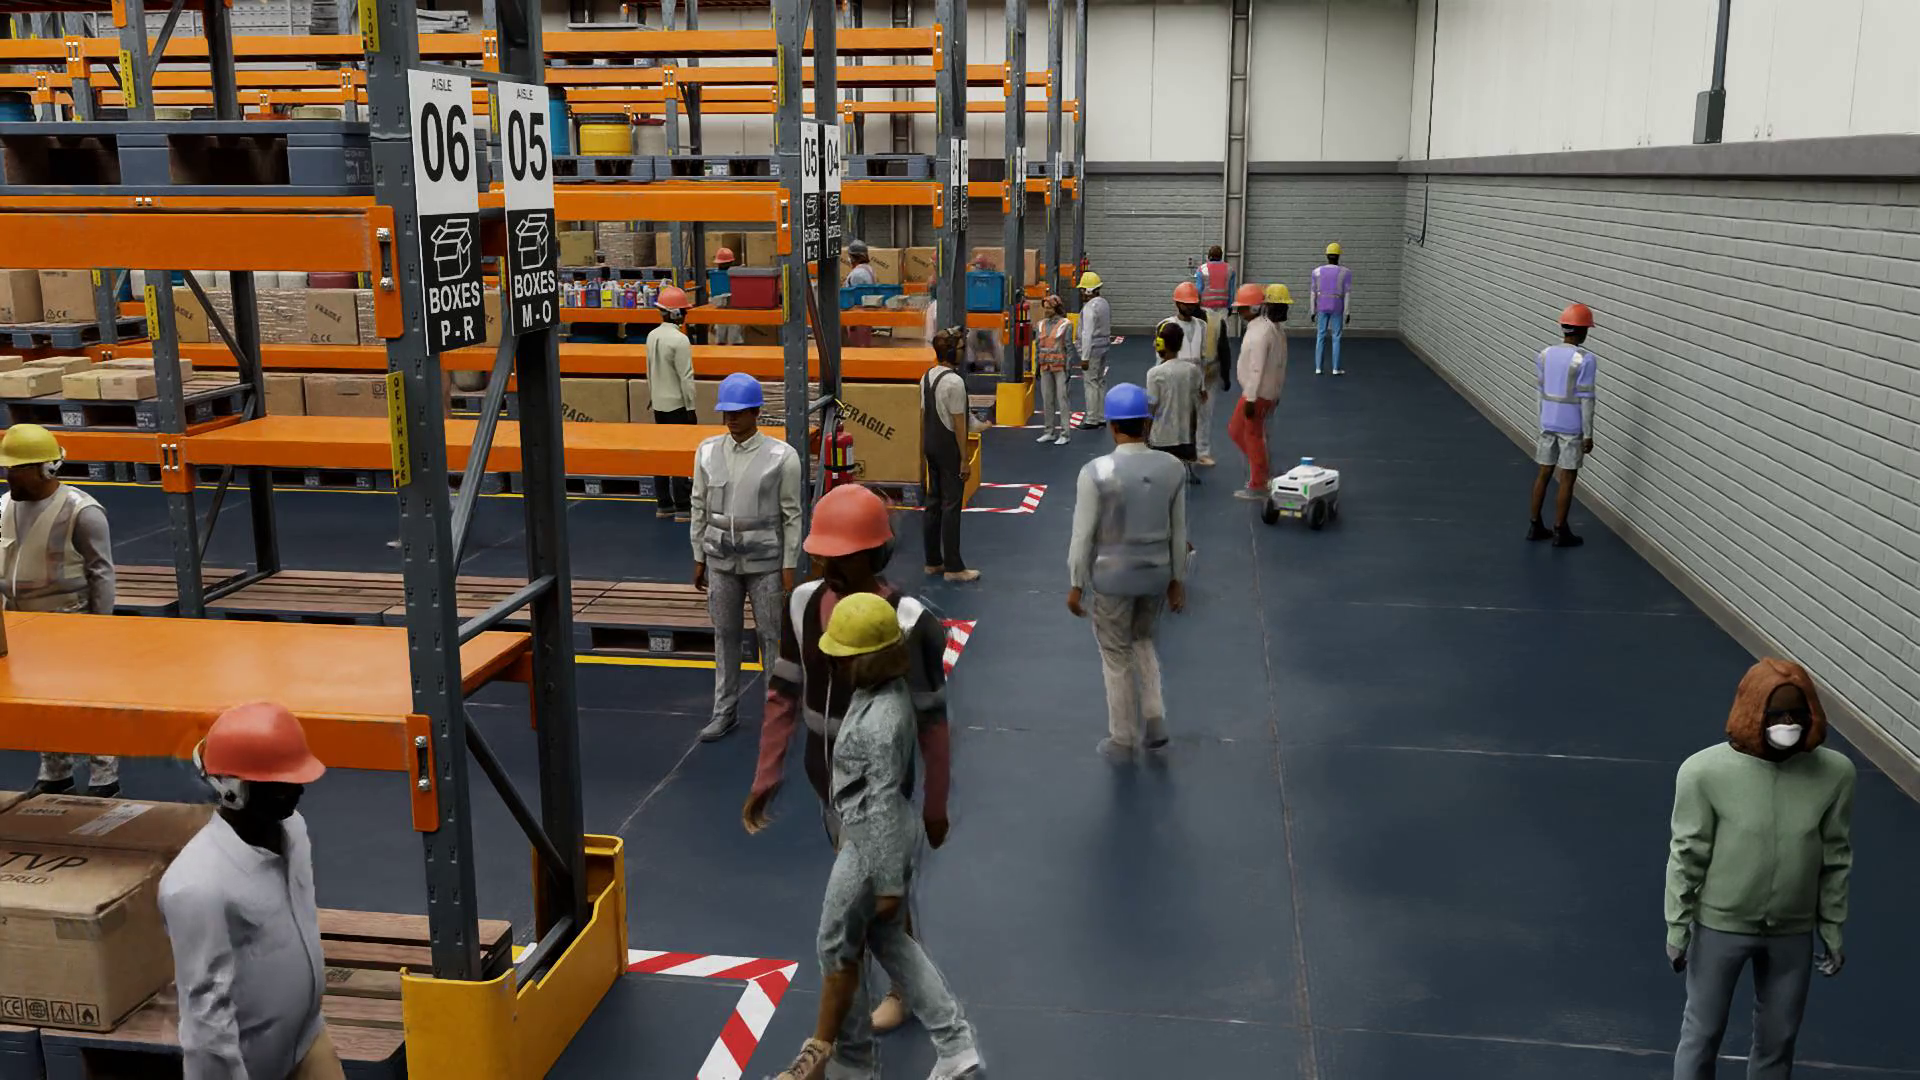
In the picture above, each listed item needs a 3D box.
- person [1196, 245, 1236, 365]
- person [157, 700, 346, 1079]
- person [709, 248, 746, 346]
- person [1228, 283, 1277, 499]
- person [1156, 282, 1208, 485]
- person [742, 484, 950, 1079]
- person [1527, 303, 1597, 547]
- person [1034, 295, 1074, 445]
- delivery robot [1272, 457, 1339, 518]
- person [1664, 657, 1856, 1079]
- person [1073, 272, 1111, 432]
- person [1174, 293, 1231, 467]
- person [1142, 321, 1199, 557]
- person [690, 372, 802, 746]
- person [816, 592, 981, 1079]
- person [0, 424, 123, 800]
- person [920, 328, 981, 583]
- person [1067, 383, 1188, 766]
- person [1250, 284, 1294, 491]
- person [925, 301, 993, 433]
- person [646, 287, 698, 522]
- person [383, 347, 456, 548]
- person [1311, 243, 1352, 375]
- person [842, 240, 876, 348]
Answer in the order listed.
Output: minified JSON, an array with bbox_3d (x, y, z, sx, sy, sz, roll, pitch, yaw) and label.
[{"bbox_3d":[3.900,-3.594,25.551,0.633,1.843,0.429,-2,13,-9],"label":"person"},{"bbox_3d":[-1.807,1.219,4.127,0.834,1.717,0.574,2,13,7],"label":"person"},{"bbox_3d":[-3.168,-3.006,22.687,0.547,1.934,0.376,4,13,16],"label":"person"},{"bbox_3d":[2.633,-1.326,15.016,0.458,1.967,0.634,1,13,6],"label":"person"},{"bbox_3d":[2.114,-1.469,15.740,0.551,1.934,0.373,-6,14,-23],"label":"person"},{"bbox_3d":[-0.375,0.798,5.394,0.616,1.985,1.058,10,16,37],"label":"person"},{"bbox_3d":[4.834,-0.912,13.246,0.380,1.928,0.543,-6,14,-27],"label":"person"},{"bbox_3d":[1.031,-1.864,18.222,0.525,1.631,0.320,11,17,41],"label":"person"},{"bbox_3d":[2.933,-0.457,14.105,0.477,0.478,0.707,9,15,35],"label":"delivery robot"},{"bbox_3d":[2.271,1.119,4.767,0.502,1.626,0.289,1,13,3],"label":"person"},{"bbox_3d":[1.514,-2.159,19.120,0.404,1.824,0.594,6,14,24],"label":"person"},{"bbox_3d":[2.366,-1.610,16.684,0.676,1.804,0.473,-2,13,-10],"label":"person"},{"bbox_3d":[1.612,-0.709,12.508,0.553,1.856,0.514,-8,15,-32],"label":"person"},{"bbox_3d":[-1.111,0.101,8.628,0.605,1.948,0.384,3,13,14],"label":"person"},{"bbox_3d":[-0.228,0.971,5.268,0.629,1.700,0.496,2,13,9],"label":"person"},{"bbox_3d":[-4.191,0.366,7.691,0.594,1.832,0.403,4,13,17],"label":"person"},{"bbox_3d":[-0.089,-0.612,12.079,0.345,1.847,0.504,-8,15,-33],"label":"person"},{"bbox_3d":[0.825,0.184,8.301,0.607,1.932,0.436,-7,14,-28],"label":"person"},{"bbox_3d":[2.913,-1.435,15.608,0.382,1.928,0.587,5,13,21],"label":"person"},{"bbox_3d":[-0.082,-1.980,18.375,0.987,1.785,0.641,-4,13,-17],"label":"person"},{"bbox_3d":[-2.429,-1.152,14.178,0.380,1.994,0.618,-11,17,-41],"label":"person"},{"bbox_3d":[-4.258,-0.788,13.064,0.577,1.750,0.542,3,13,13],"label":"person"},{"bbox_3d":[5.447,-3.385,24.419,0.594,1.922,0.386,6,14,25],"label":"person"},{"bbox_3d":[-1.423,-3.082,22.788,0.537,2.000,0.682,2,13,11],"label":"person"}]
